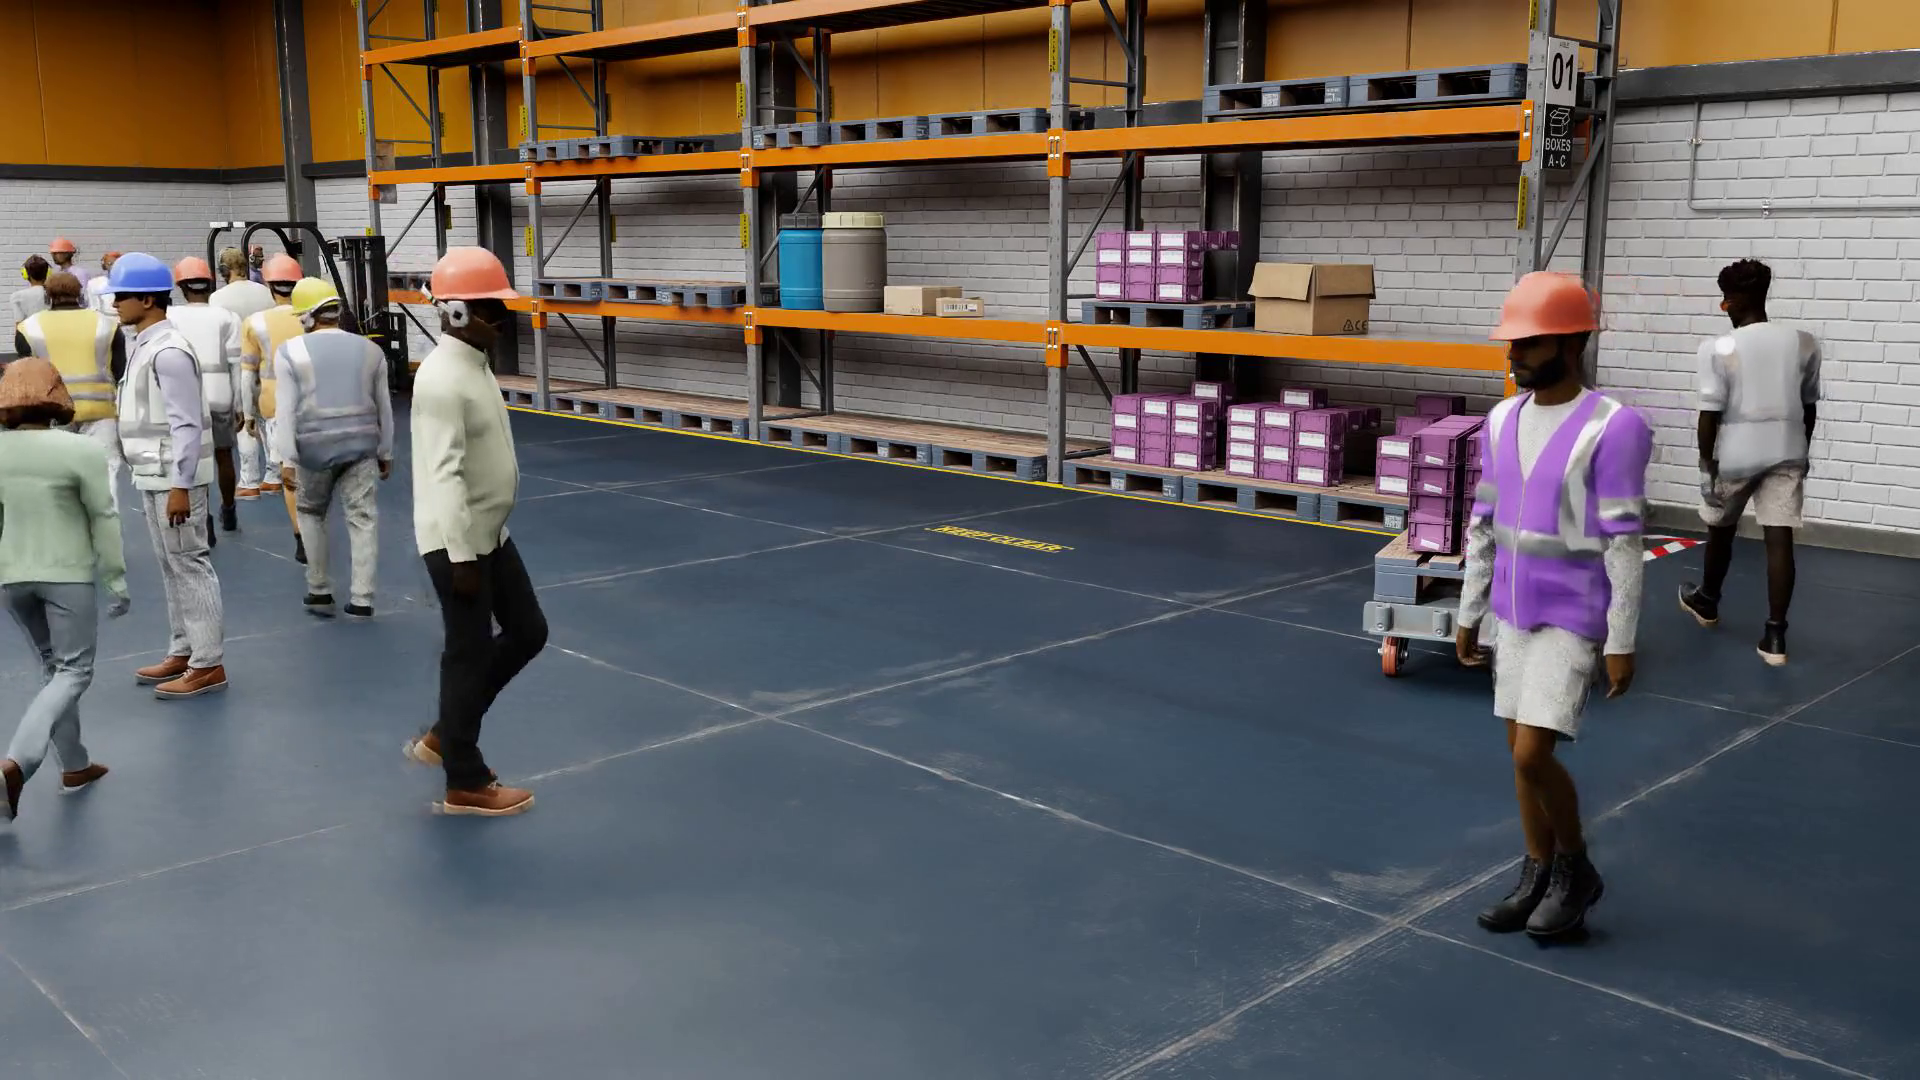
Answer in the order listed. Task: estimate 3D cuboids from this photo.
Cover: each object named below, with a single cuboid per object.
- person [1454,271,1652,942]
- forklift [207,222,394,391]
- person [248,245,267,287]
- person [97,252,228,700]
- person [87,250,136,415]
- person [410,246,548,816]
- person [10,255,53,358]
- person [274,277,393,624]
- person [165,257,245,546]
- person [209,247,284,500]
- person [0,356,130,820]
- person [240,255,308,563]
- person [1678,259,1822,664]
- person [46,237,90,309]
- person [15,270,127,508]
[{"bbox_3d":[1.652,0.210,4.721,0.432,1.919,0.566,-5,11,-25],"label":"person"},{"bbox_3d":[-8.169,-2.758,20.163,2.313,2.155,1.214,-10,14,-44],"label":"forklift"},{"bbox_3d":[-8.928,-2.784,21.122,0.403,1.900,0.637,-5,11,-25],"label":"person"},{"bbox_3d":[-3.491,-0.278,7.311,0.406,1.947,0.607,-7,13,-35],"label":"person"},{"bbox_3d":[-9.619,-2.378,19.032,0.581,1.866,0.715,-5,11,-24],"label":"person"},{"bbox_3d":[-1.665,-0.010,5.744,0.432,1.979,0.652,-1,10,-3],"label":"person"},{"bbox_3d":[-8.312,-1.658,15.149,0.534,1.833,0.881,-7,13,-34],"label":"person"},{"bbox_3d":[-3.320,-0.473,8.773,0.626,1.796,0.730,-8,13,-38],"label":"person"},{"bbox_3d":[-5.036,-0.930,11.070,0.547,1.883,0.954,-5,12,-27],"label":"person"},{"bbox_3d":[-5.481,-1.270,12.767,0.371,1.934,0.627,4,11,21],"label":"person"},{"bbox_3d":[-3.240,0.168,5.820,0.534,1.609,0.689,1,10,5],"label":"person"},{"bbox_3d":[-4.236,-0.841,10.529,0.573,1.888,0.961,-5,12,-28],"label":"person"},{"bbox_3d":[3.875,-0.413,8.163,0.654,1.894,1.024,1,10,7],"label":"person"},{"bbox_3d":[-10.903,-2.683,20.305,0.632,1.984,1.071,8,13,38],"label":"person"},{"bbox_3d":[-5.544,-0.789,10.480,0.659,1.813,0.740,-6,12,-29],"label":"person"}]
